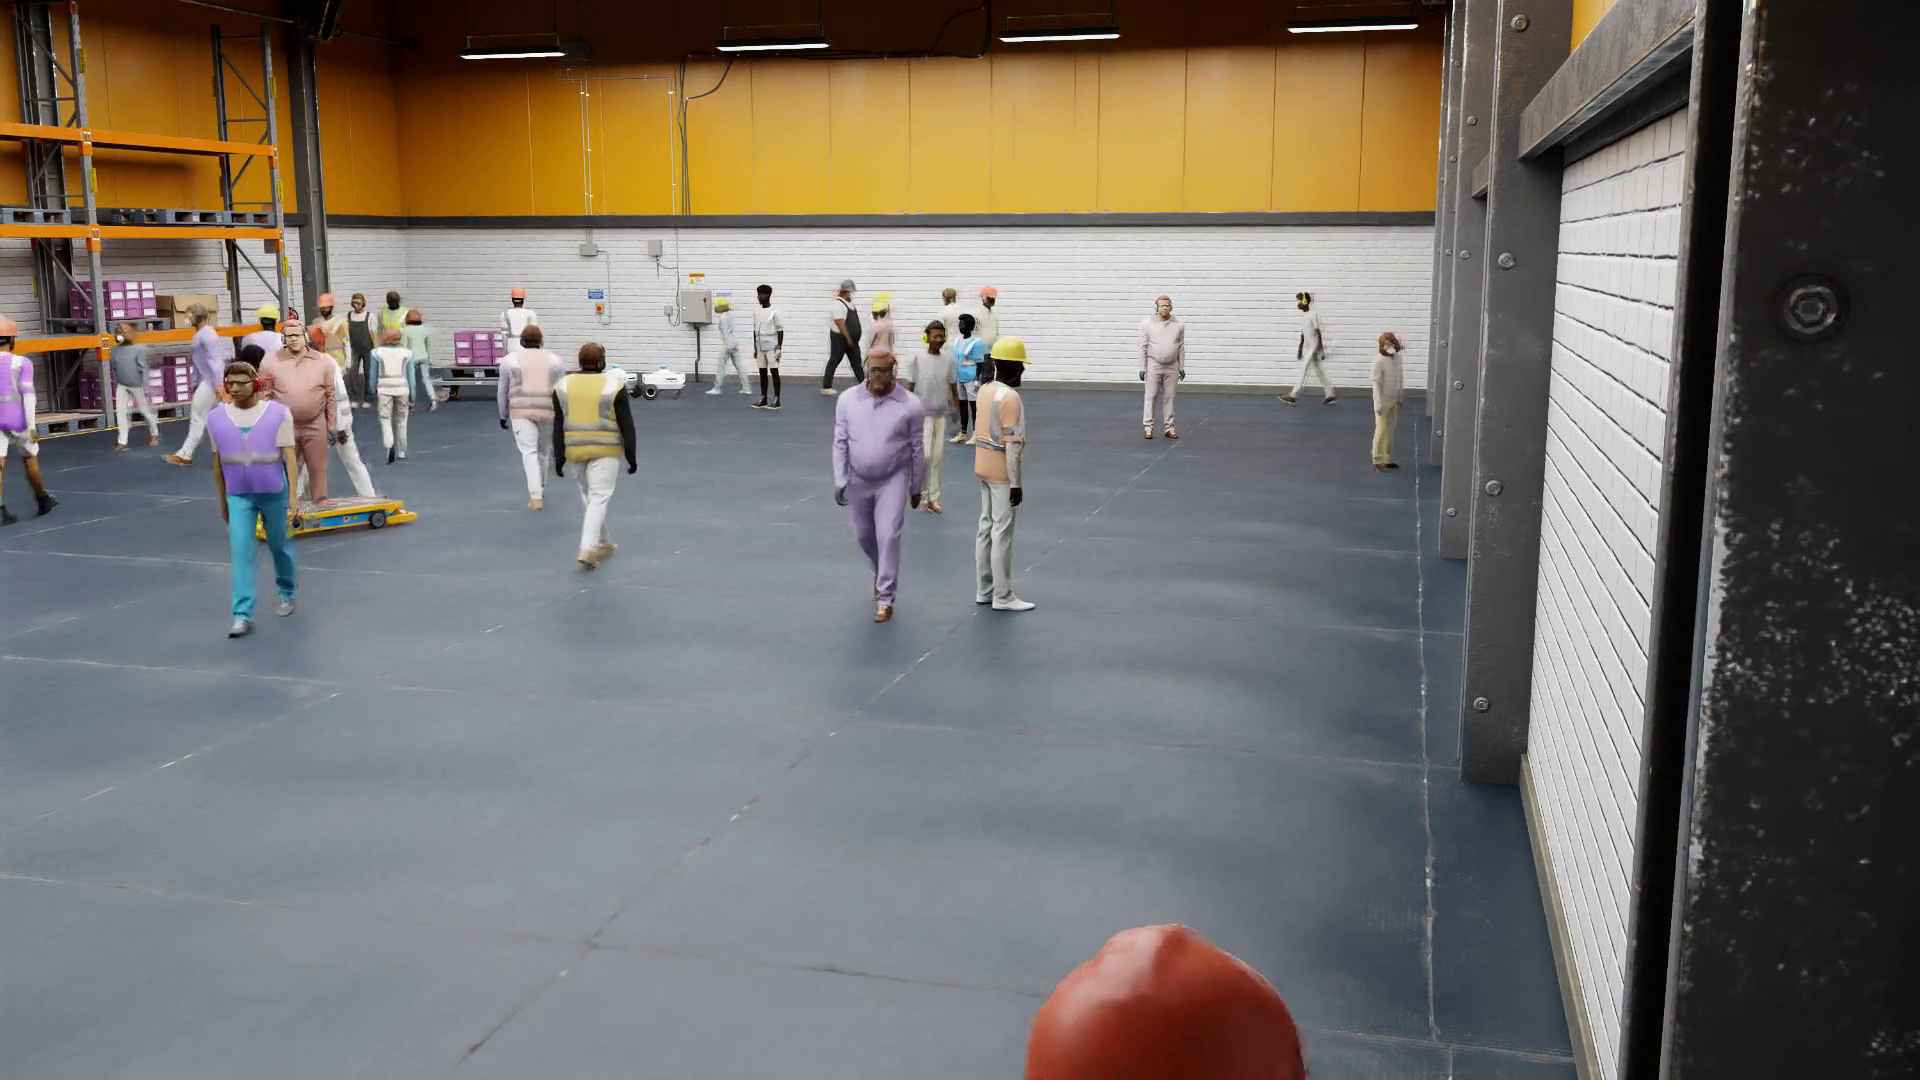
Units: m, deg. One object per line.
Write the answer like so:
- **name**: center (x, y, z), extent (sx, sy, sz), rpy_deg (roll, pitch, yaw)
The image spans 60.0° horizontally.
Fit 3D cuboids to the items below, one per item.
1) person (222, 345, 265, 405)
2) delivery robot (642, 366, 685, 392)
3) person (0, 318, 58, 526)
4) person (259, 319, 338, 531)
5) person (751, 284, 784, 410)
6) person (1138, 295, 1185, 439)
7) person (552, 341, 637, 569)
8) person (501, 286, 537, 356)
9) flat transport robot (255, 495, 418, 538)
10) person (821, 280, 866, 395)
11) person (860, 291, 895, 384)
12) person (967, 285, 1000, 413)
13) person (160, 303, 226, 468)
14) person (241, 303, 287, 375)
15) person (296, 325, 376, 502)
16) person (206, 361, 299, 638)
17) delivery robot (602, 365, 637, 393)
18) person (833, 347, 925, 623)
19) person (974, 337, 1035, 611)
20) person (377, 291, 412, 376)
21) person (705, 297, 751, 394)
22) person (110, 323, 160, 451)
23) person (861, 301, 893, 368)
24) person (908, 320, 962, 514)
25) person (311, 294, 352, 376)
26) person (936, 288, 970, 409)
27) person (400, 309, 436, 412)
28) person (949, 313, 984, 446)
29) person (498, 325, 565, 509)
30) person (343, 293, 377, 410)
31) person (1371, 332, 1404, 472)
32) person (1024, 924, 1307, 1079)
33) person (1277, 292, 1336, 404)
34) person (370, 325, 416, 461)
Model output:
- **person**: center (-6.574, -1.001, 15.542), extent (0.537, 1.637, 0.890), rpy_deg (0, 10, -3)
- **delivery robot**: center (-4.960, -2.680, 27.865), extent (0.707, 0.478, 0.477), rpy_deg (-2, 10, -12)
- **person**: center (-8.811, -1.111, 15.466), extent (0.572, 1.884, 0.972), rpy_deg (-1, 10, -4)
- **person**: center (-5.886, -1.011, 14.857), extent (0.642, 1.909, 0.399), rpy_deg (-5, 11, -25)
- **person**: center (-3.024, -3.031, 26.126), extent (0.608, 1.965, 0.369), rpy_deg (8, 13, 37)
- **person**: center (2.693, -2.293, 22.112), extent (0.654, 1.906, 0.408), rpy_deg (-2, 10, -11)
- **person**: center (-2.945, -0.689, 13.357), extent (0.643, 1.806, 0.948), rpy_deg (2, 10, 11)
- **person**: center (-6.749, -2.911, 25.529), extent (0.545, 1.938, 0.362), rpy_deg (-2, 10, -13)
- **flat transport robot**: center (-5.716, -0.222, 15.017), extent (0.652, 0.197, 1.431), rpy_deg (9, 13, 40)
- **person**: center (-1.958, -3.500, 28.570), extent (1.002, 2.000, 0.679), rpy_deg (4, 11, 23)
- **person**: center (-1.345, -3.267, 27.906), extent (0.547, 1.817, 0.597), rpy_deg (4, 11, 24)
- **person**: center (0.366, -2.829, 24.935), extent (0.496, 1.978, 0.649), rpy_deg (8, 13, 40)
- **person**: center (-8.832, -1.793, 19.332), extent (0.997, 1.885, 0.659), rpy_deg (-6, 12, -29)
- **person**: center (-7.834, -1.724, 18.895), extent (0.602, 1.915, 0.521), rpy_deg (0, 10, -1)
- **person**: center (-5.889, -1.056, 15.334), extent (1.048, 1.820, 0.602), rpy_deg (-1, 10, -8)
- **person**: center (-4.723, -0.307, 11.185), extent (0.591, 1.805, 0.955), rpy_deg (-2, 10, -10)
- **delivery robot**: center (-5.795, -2.706, 28.014), extent (0.707, 0.478, 0.477), rpy_deg (6, 11, 30)
- **person**: center (-0.551, -0.423, 11.627), extent (0.622, 1.881, 0.873), rpy_deg (2, 10, 12)
- **person**: center (0.299, -0.466, 11.717), extent (0.384, 1.924, 0.589), rpy_deg (-4, 11, -22)
- **person**: center (-9.342, -3.218, 27.589), extent (0.645, 1.826, 0.534), rpy_deg (1, 10, 5)
- **person**: center (-4.004, -3.364, 28.828), extent (0.766, 1.681, 0.501), rpy_deg (1, 10, 6)
- **person**: center (-10.477, -1.955, 21.068), extent (0.508, 1.597, 0.810), rpy_deg (1, 10, 6)
- **person**: center (-1.185, -2.744, 25.164), extent (0.888, 1.727, 0.522), rpy_deg (6, 11, 29)
- **person**: center (-0.249, -1.169, 15.889), extent (0.560, 1.855, 0.395), rpy_deg (-4, 11, -21)
- **person**: center (-8.946, -2.532, 23.533), extent (0.562, 1.876, 1.027), rpy_deg (3, 10, 16)
- **person**: center (-0.203, -3.029, 26.324), extent (0.904, 1.896, 0.624), rpy_deg (10, 14, 43)
- **person**: center (-8.378, -2.779, 25.753), extent (0.504, 1.597, 0.797), rpy_deg (-8, 13, -39)
- **person**: center (0.089, -2.061, 21.393), extent (0.321, 1.697, 0.529), rpy_deg (-8, 13, -39)
- **person**: center (-4.229, -1.223, 16.439), extent (0.620, 1.784, 1.010), rpy_deg (-5, 11, -26)
- **person**: center (-9.392, -2.931, 25.989), extent (0.542, 1.812, 0.825), rpy_deg (-1, 10, -8)
- **person**: center (4.913, -1.566, 18.890), extent (0.683, 1.594, 0.311), rpy_deg (-9, 13, -40)
- **person**: center (0.127, 1.340, 1.321), extent (0.661, 1.996, 0.665), rpy_deg (9, 14, 42)
- **person**: center (5.635, -3.070, 26.793), extent (1.017, 1.810, 0.559), rpy_deg (-1, 10, -5)
- **person**: center (-6.726, -1.736, 19.757), extent (0.516, 1.618, 0.687), rpy_deg (-4, 11, -24)
